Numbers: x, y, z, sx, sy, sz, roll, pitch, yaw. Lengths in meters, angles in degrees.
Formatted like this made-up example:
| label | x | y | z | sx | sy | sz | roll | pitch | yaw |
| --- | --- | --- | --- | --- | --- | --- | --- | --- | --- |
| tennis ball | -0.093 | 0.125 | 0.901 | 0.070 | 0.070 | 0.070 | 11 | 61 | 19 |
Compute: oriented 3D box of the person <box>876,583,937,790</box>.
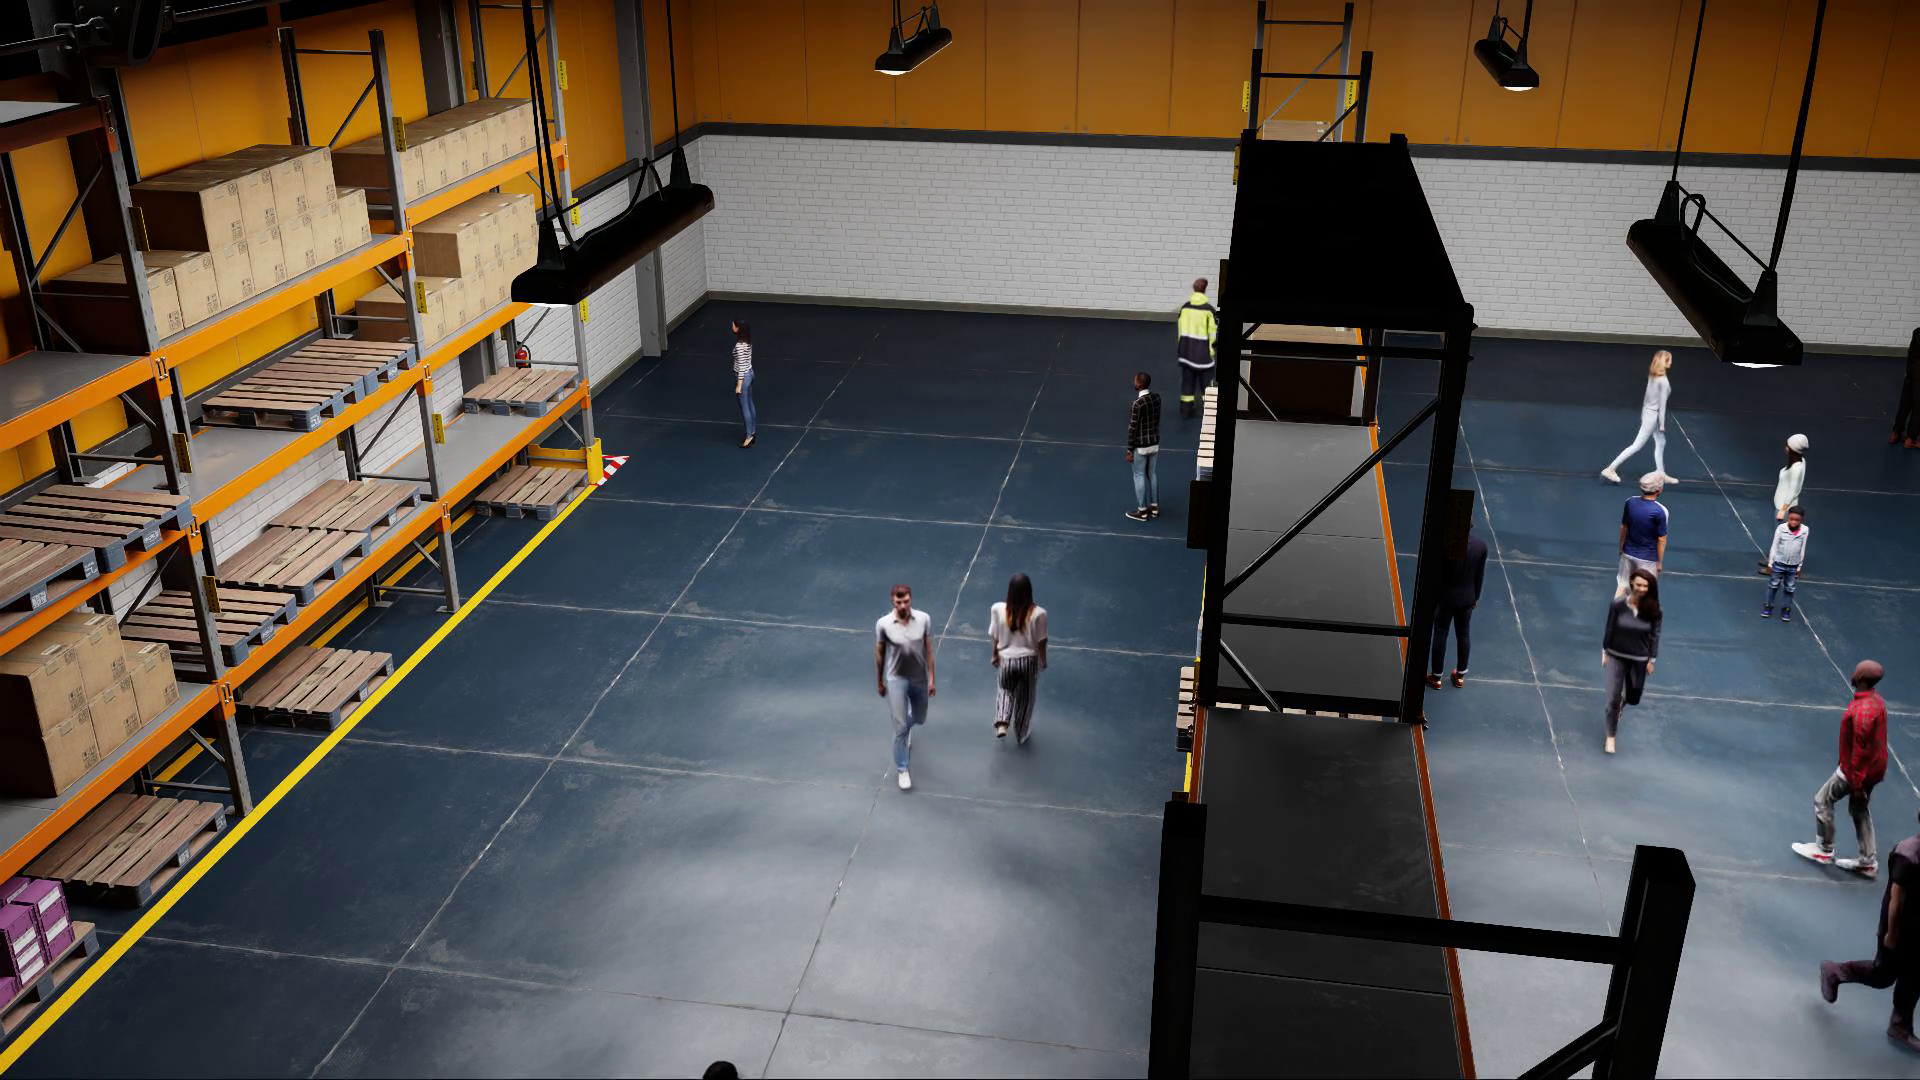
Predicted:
| label | x | y | z | sx | sy | sz | roll | pitch | yaw |
| --- | --- | --- | --- | --- | --- | --- | --- | --- | --- |
| person | -0.475 | 1.194 | 14.559 | 0.959 | 1.827 | 1.183 | -6 | 24 | -13 |

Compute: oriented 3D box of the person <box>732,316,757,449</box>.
| label | x | y | z | sx | sy | sz | roll | pitch | yaw |
| --- | --- | --- | --- | --- | --- | --- | --- | --- | --- |
| person | -2.872 | -2.108 | 22.150 | 0.650 | 1.796 | 0.412 | 4 | 24 | 8 |

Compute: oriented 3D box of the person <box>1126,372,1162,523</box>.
| label | x | y | z | sx | sy | sz | roll | pitch | yaw |
| --- | --- | --- | --- | --- | --- | --- | --- | --- | --- |
| person | 2.220 | -1.120 | 19.871 | 0.739 | 1.812 | 0.813 | -18 | 30 | -36 |

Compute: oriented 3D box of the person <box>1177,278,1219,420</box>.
| label | x | y | z | sx | sy | sz | roll | pitch | yaw |
| --- | --- | --- | --- | --- | --- | --- | --- | --- | --- |
| person | 3.260 | -2.639 | 23.166 | 1.011 | 1.957 | 1.113 | 16 | 28 | 32 |

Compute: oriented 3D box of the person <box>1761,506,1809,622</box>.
| label | x | y | z | sx | sy | sz | roll | pitch | yaw |
| --- | --- | --- | --- | --- | --- | --- | --- | --- | --- |
| person | 8.704 | 0.220 | 17.498 | 0.522 | 1.258 | 0.539 | 10 | 25 | 21 |

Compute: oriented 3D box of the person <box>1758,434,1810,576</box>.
| label | x | y | z | sx | sy | sz | roll | pitch | yaw |
| --- | --- | --- | --- | --- | --- | --- | --- | --- | --- |
| person | 9.158 | -0.404 | 18.431 | 0.684 | 1.653 | 0.527 | 12 | 26 | 25 |

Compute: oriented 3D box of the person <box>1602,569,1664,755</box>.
| label | x | y | z | sx | sy | sz | roll | pitch | yaw |
| --- | --- | --- | --- | --- | --- | --- | --- | --- | --- |
| person | 6.026 | 1.028 | 15.036 | 0.697 | 1.749 | 0.988 | 7 | 25 | 16 |

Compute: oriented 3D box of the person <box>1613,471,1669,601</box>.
| label | x | y | z | sx | sy | sz | roll | pitch | yaw |
| --- | --- | --- | --- | --- | --- | --- | --- | --- | --- |
| person | 6.915 | 0.159 | 16.912 | 0.770 | 1.838 | 0.716 | -16 | 28 | -33 |

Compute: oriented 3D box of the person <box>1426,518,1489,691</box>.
| label | x | y | z | sx | sy | sz | roll | pitch | yaw |
| --- | --- | --- | --- | --- | --- | --- | --- | --- | --- |
| person | 4.752 | 0.576 | 15.984 | 0.755 | 1.818 | 0.706 | -2 | 24 | -5 |

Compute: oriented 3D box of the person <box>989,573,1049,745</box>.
| label | x | y | z | sx | sy | sz | roll | pitch | yaw |
| --- | --- | --- | --- | --- | --- | --- | --- | --- | --- |
| person | 0.510 | 1.109 | 14.948 | 0.721 | 1.671 | 0.765 | 7 | 25 | 15 |

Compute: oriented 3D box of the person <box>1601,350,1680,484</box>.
| label | x | y | z | sx | sy | sz | roll | pitch | yaw |
| --- | --- | --- | --- | --- | --- | --- | --- | --- | --- |
| person | 8.557 | -1.486 | 20.784 | 0.739 | 1.751 | 1.151 | 2 | 24 | 4 |

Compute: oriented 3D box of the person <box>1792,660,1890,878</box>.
| label | x | y | z | sx | sy | sz | roll | pitch | yaw |
| --- | --- | --- | --- | --- | --- | --- | --- | --- | --- |
| person | 7.172 | 1.840 | 13.124 | 1.006 | 1.792 | 0.968 | 18 | 29 | 35 |

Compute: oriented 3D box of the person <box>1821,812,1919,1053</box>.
| label | x | y | z | sx | sy | sz | roll | pitch | yaw |
| --- | --- | --- | --- | --- | --- | --- | --- | --- | --- |
| person | 6.399 | 2.587 | 11.367 | 1.061 | 1.831 | 1.166 | -12 | 26 | -26 |

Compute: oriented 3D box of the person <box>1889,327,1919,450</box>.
| label | x | y | z | sx | sy | sz | roll | pitch | yaw |
| --- | --- | --- | --- | --- | --- | --- | --- | --- | --- |
| person | 12.803 | -2.167 | 22.152 | 0.825 | 1.904 | 0.680 | -4 | 24 | -9 |
